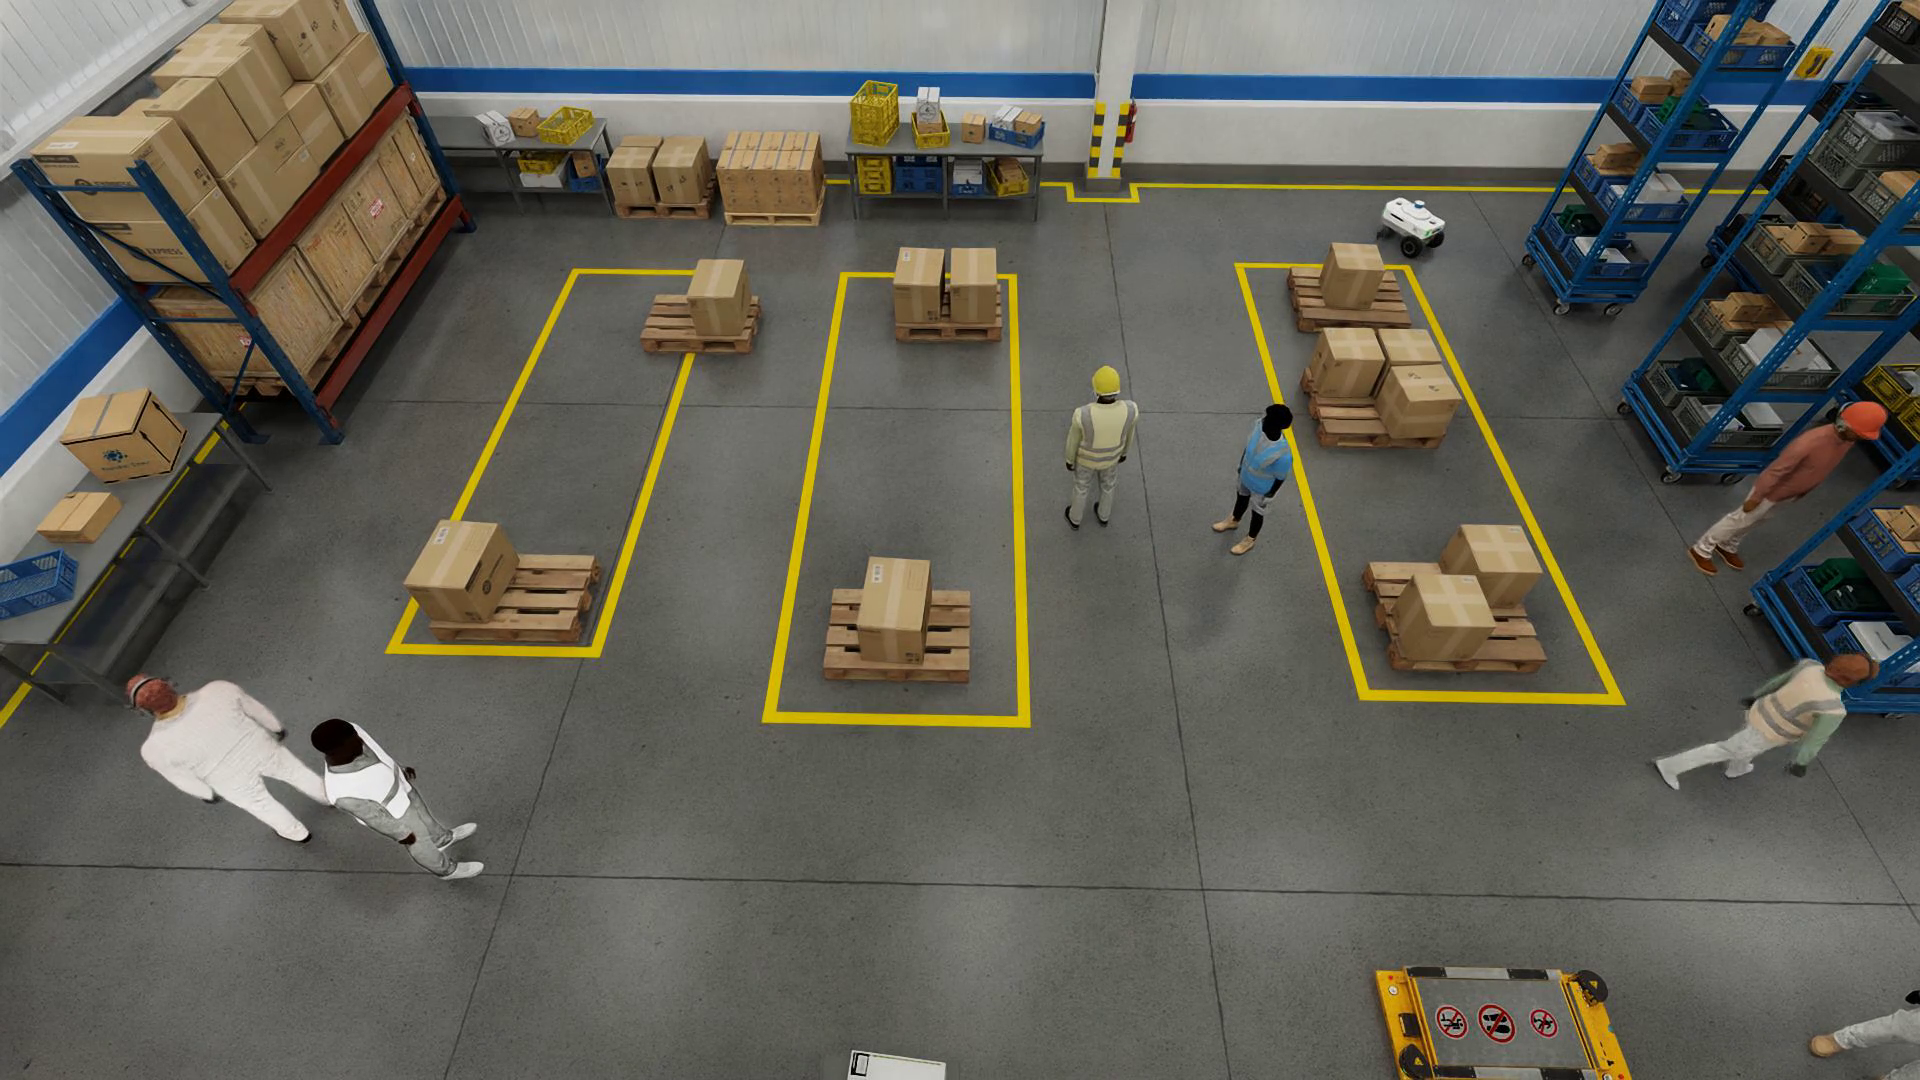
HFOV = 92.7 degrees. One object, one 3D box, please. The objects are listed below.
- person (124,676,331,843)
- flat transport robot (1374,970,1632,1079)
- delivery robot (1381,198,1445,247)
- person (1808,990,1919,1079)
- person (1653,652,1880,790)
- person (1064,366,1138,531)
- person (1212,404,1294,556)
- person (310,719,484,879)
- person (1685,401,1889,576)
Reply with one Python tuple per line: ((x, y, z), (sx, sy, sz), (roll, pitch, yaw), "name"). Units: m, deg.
((-4.918, 1.479, 6.223), (0.397, 1.900, 0.654), (18, 53, 14), "person")
((3.501, 3.133, 5.914), (1.431, 0.197, 0.652), (1, 51, 1), "flat transport robot")
((5.682, -4.017, 11.502), (0.477, 0.478, 0.707), (-27, 56, -20), "delivery robot")
((5.725, 2.823, 5.160), (0.429, 1.842, 0.634), (-20, 54, -16), "person")
((5.761, 1.336, 6.533), (0.762, 1.608, 0.614), (14, 52, 11), "person")
((1.219, -0.779, 8.111), (0.597, 1.824, 0.403), (-8, 51, -6), "person")
((2.590, -0.527, 7.983), (0.321, 1.696, 0.537), (-15, 52, -12), "person")
((-3.725, 1.713, 6.020), (0.392, 1.914, 0.587), (-20, 53, -15), "person")
((6.939, -0.423, 7.720), (0.618, 1.983, 0.411), (-15, 52, -12), "person")
